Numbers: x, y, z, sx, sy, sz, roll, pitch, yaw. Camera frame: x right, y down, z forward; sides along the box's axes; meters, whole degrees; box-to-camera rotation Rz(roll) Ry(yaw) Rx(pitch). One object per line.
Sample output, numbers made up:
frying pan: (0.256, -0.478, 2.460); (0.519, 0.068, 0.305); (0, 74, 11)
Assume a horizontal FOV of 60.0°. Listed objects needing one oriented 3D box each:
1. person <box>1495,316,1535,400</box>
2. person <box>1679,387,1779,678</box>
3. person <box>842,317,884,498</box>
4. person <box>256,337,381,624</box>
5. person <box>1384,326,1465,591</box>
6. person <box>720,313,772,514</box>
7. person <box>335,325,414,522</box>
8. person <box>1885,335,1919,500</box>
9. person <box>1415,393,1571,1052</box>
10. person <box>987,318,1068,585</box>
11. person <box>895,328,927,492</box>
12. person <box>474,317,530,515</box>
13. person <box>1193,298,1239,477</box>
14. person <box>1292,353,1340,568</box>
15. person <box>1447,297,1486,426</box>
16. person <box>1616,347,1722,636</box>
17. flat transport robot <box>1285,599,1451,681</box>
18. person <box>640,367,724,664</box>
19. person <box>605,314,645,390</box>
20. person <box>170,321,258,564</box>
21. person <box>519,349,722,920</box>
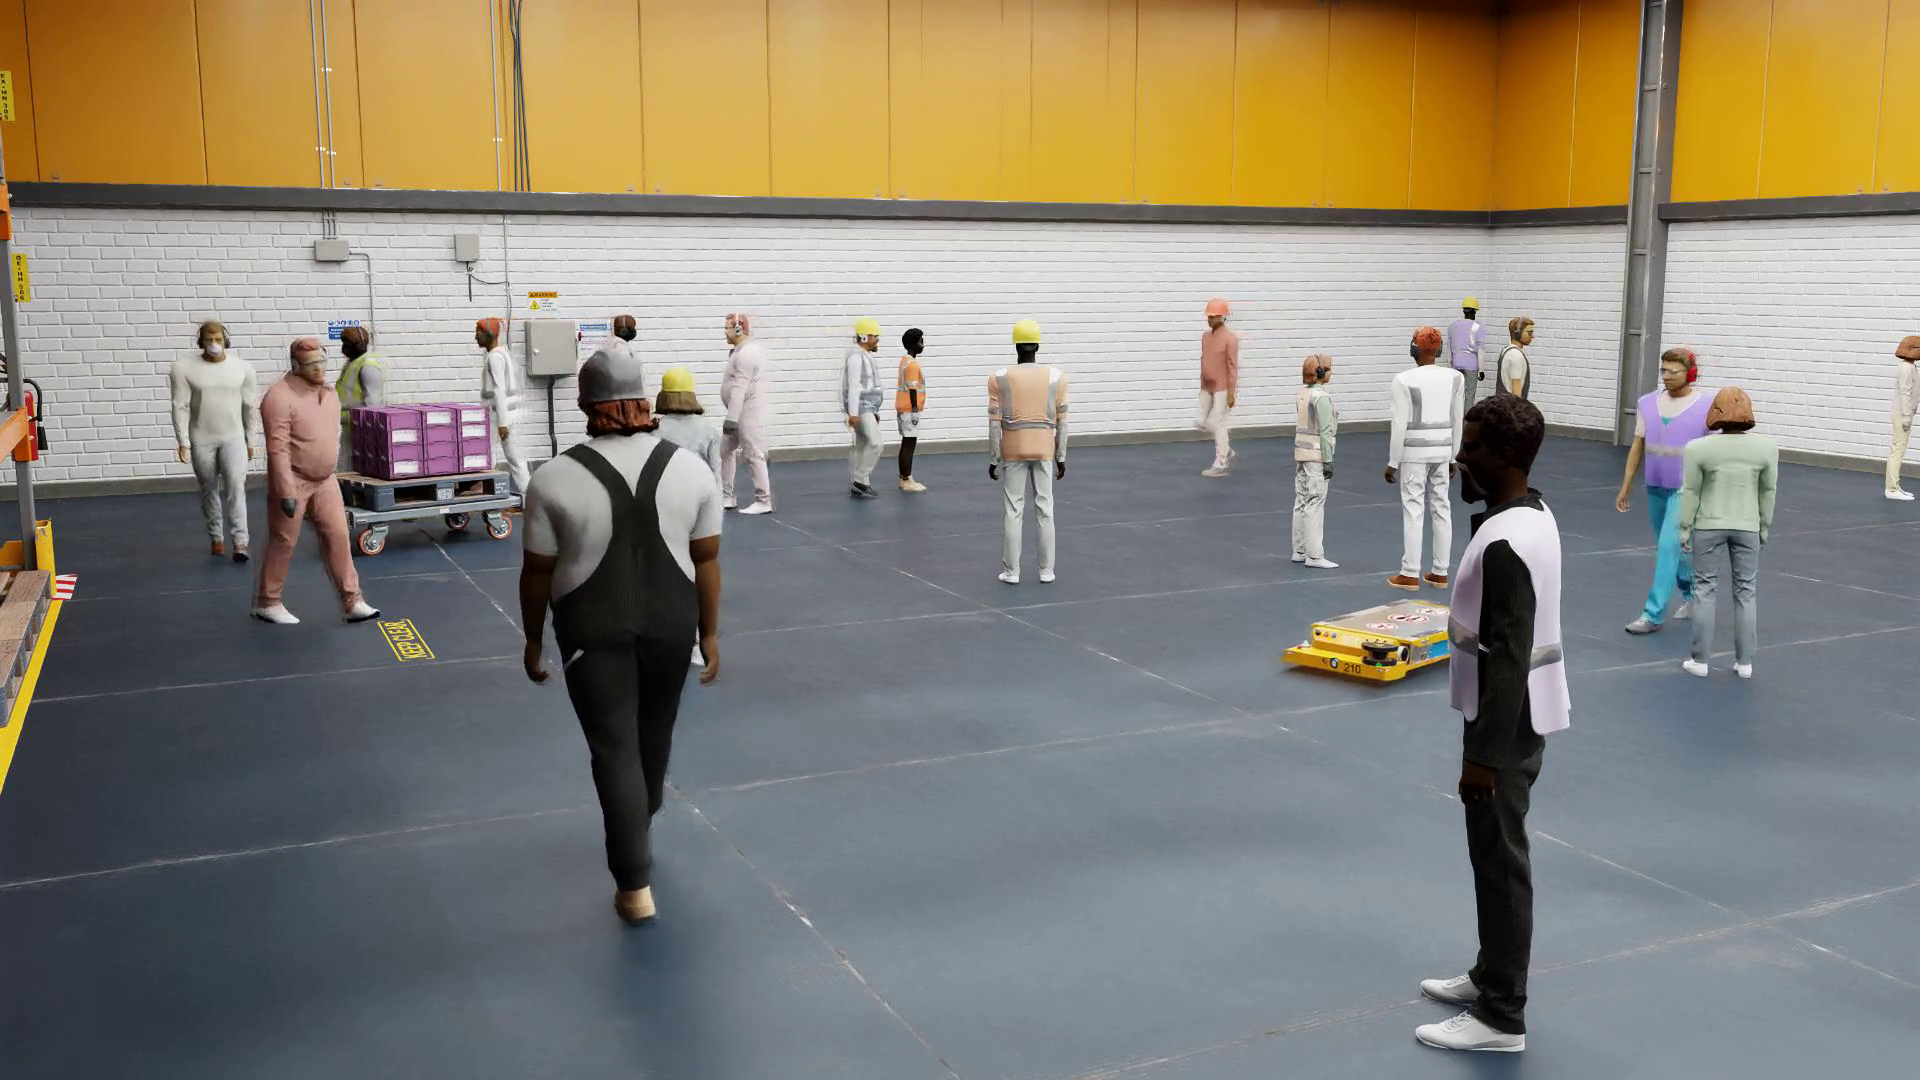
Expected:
person: (5.304, -1.220, 15.966); (0.329, 1.842, 0.509); (1, 9, 6)
person: (4.282, -0.038, 9.306); (0.500, 1.632, 0.279); (2, 9, 12)
person: (-0.922, -1.305, 16.555); (0.477, 1.813, 0.615); (1, 9, 8)
person: (-4.134, -0.354, 10.568); (0.976, 1.857, 0.671); (4, 10, 22)
person: (3.304, -0.576, 11.850); (0.572, 1.883, 0.355); (-3, 10, -17)
person: (-2.135, -1.162, 15.505); (0.790, 1.881, 0.648); (-2, 9, -12)
person: (-5.270, -1.017, 14.847); (0.865, 1.808, 0.635); (-6, 11, -34)
person: (9.451, -1.223, 16.620); (0.280, 1.636, 0.502); (5, 10, 28)
person: (1.575, 0.533, 4.855); (0.392, 1.919, 0.592); (3, 10, 19)
person: (0.486, -0.631, 12.045); (0.587, 1.930, 0.363); (-1, 9, -7)
person: (-0.504, -1.336, 17.159); (0.320, 1.691, 0.530); (-2, 9, -10)
person: (-4.377, -1.119, 15.335); (0.932, 1.840, 0.597); (-1, 9, -7)
person: (2.852, -1.682, 18.403); (0.464, 1.978, 0.634); (-5, 10, -26)
person: (2.725, -0.607, 12.779); (0.308, 1.645, 0.514); (-2, 9, -11)
person: (7.079, -2.429, 23.241); (0.397, 1.918, 0.587); (-7, 12, -39)
person: (4.552, -0.328, 10.557); (0.922, 1.806, 0.567); (-6, 11, -32)
flat transport robot: (2.592, 0.565, 9.753); (1.431, 0.197, 0.652); (-9, 13, -44)
person: (-1.688, -0.158, 9.820); (0.508, 1.704, 0.871); (-6, 11, -34)
person: (-3.661, -1.510, 17.842); (0.700, 1.821, 0.634); (-4, 10, -23)
person: (-5.812, -0.765, 13.028); (0.631, 1.887, 1.038); (-5, 10, -27)
person: (-1.254, 0.276, 6.071); (0.692, 2.000, 1.064); (-4, 10, -24)
